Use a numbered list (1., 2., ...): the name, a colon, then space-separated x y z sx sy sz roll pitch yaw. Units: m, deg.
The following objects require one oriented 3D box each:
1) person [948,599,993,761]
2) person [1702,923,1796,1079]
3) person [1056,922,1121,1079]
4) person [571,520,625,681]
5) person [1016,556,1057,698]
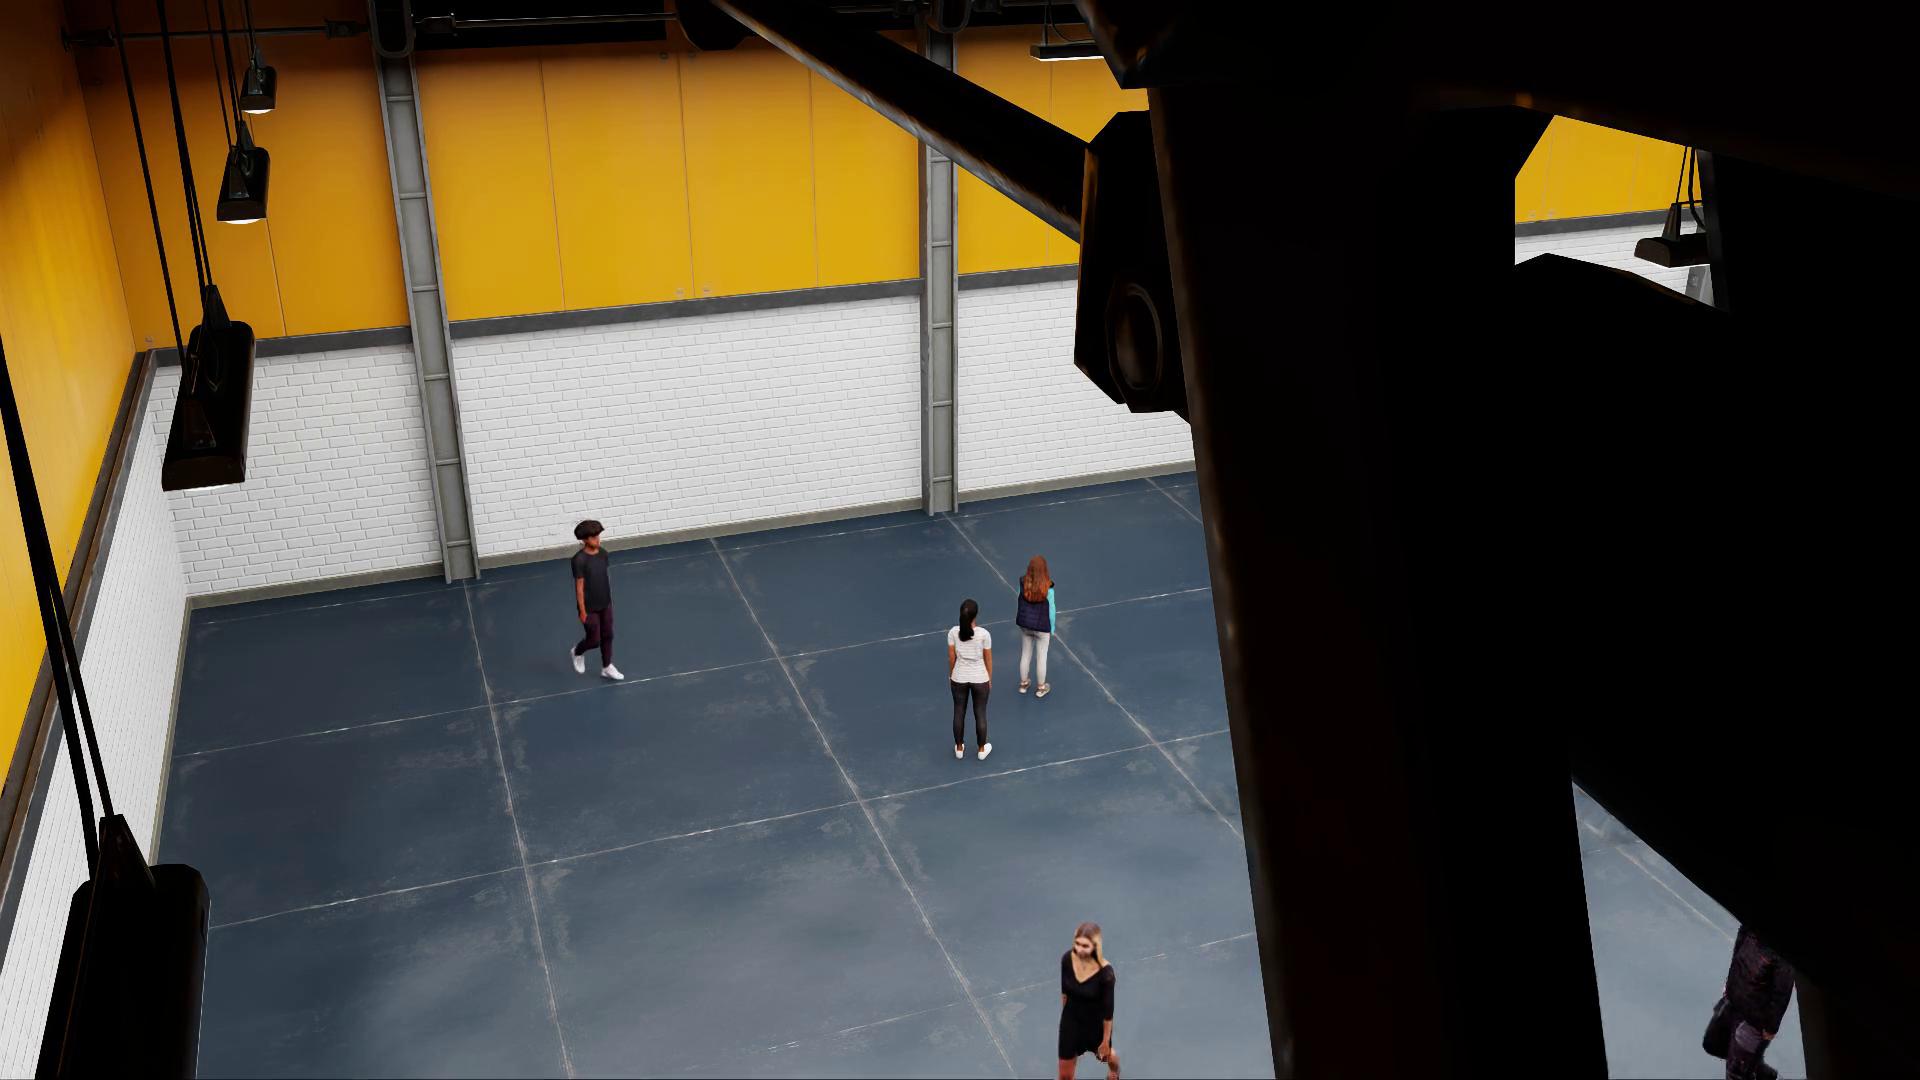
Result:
1. person: 0.096 1.305 15.647 0.616 1.646 0.714 4 24 9
2. person: 5.350 3.139 11.141 0.939 1.895 0.780 -4 24 -9
3. person: 0.907 3.250 11.212 0.998 1.634 1.118 13 27 28
4. person: -3.805 0.608 17.083 0.928 1.773 0.889 14 27 30
5. person: 0.761 0.863 16.844 0.677 1.498 0.732 12 26 26
